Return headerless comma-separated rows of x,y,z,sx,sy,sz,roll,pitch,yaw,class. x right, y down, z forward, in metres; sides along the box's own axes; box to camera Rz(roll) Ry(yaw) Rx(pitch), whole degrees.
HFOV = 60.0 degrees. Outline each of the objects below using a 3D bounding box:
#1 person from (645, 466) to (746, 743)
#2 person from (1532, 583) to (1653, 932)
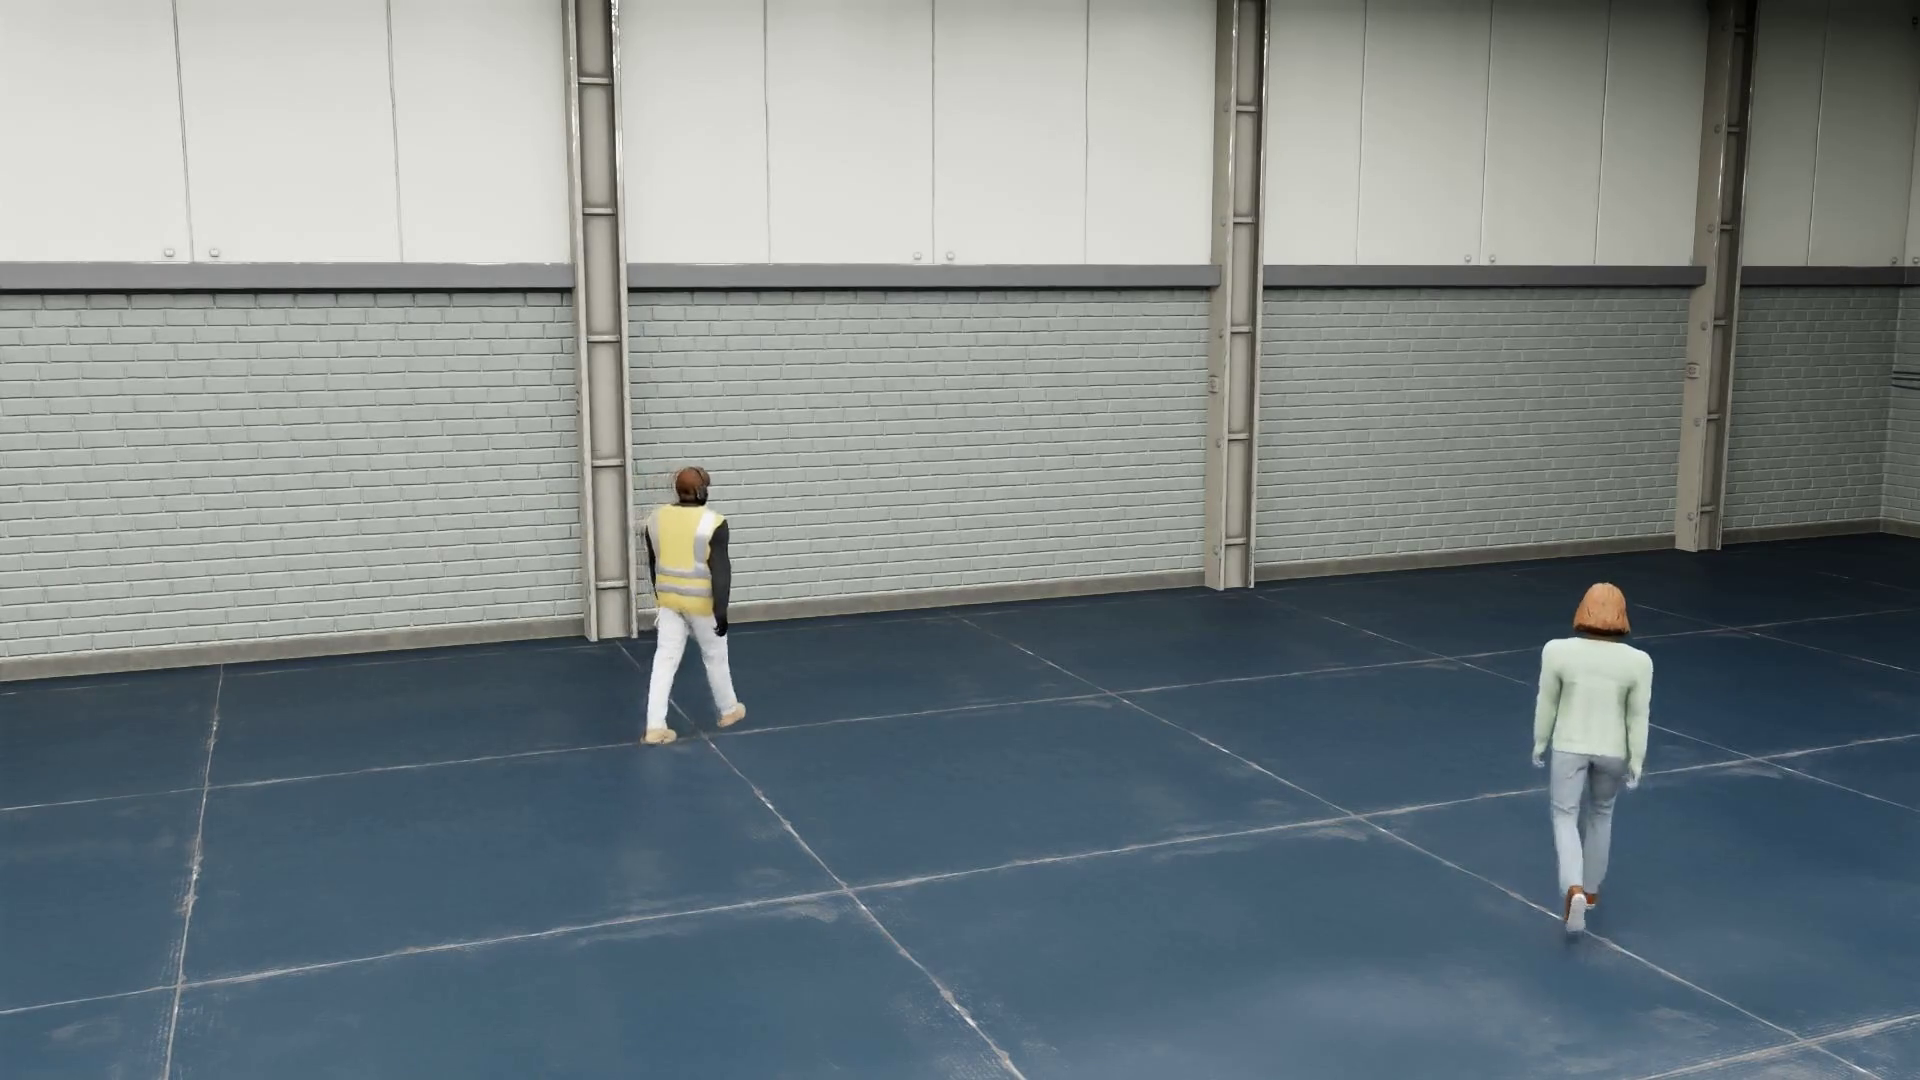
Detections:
-1.767,0.412,10.916,0.663,1.797,0.965,4,10,22,person
2.946,1.003,7.766,0.501,1.609,0.716,2,9,15,person
